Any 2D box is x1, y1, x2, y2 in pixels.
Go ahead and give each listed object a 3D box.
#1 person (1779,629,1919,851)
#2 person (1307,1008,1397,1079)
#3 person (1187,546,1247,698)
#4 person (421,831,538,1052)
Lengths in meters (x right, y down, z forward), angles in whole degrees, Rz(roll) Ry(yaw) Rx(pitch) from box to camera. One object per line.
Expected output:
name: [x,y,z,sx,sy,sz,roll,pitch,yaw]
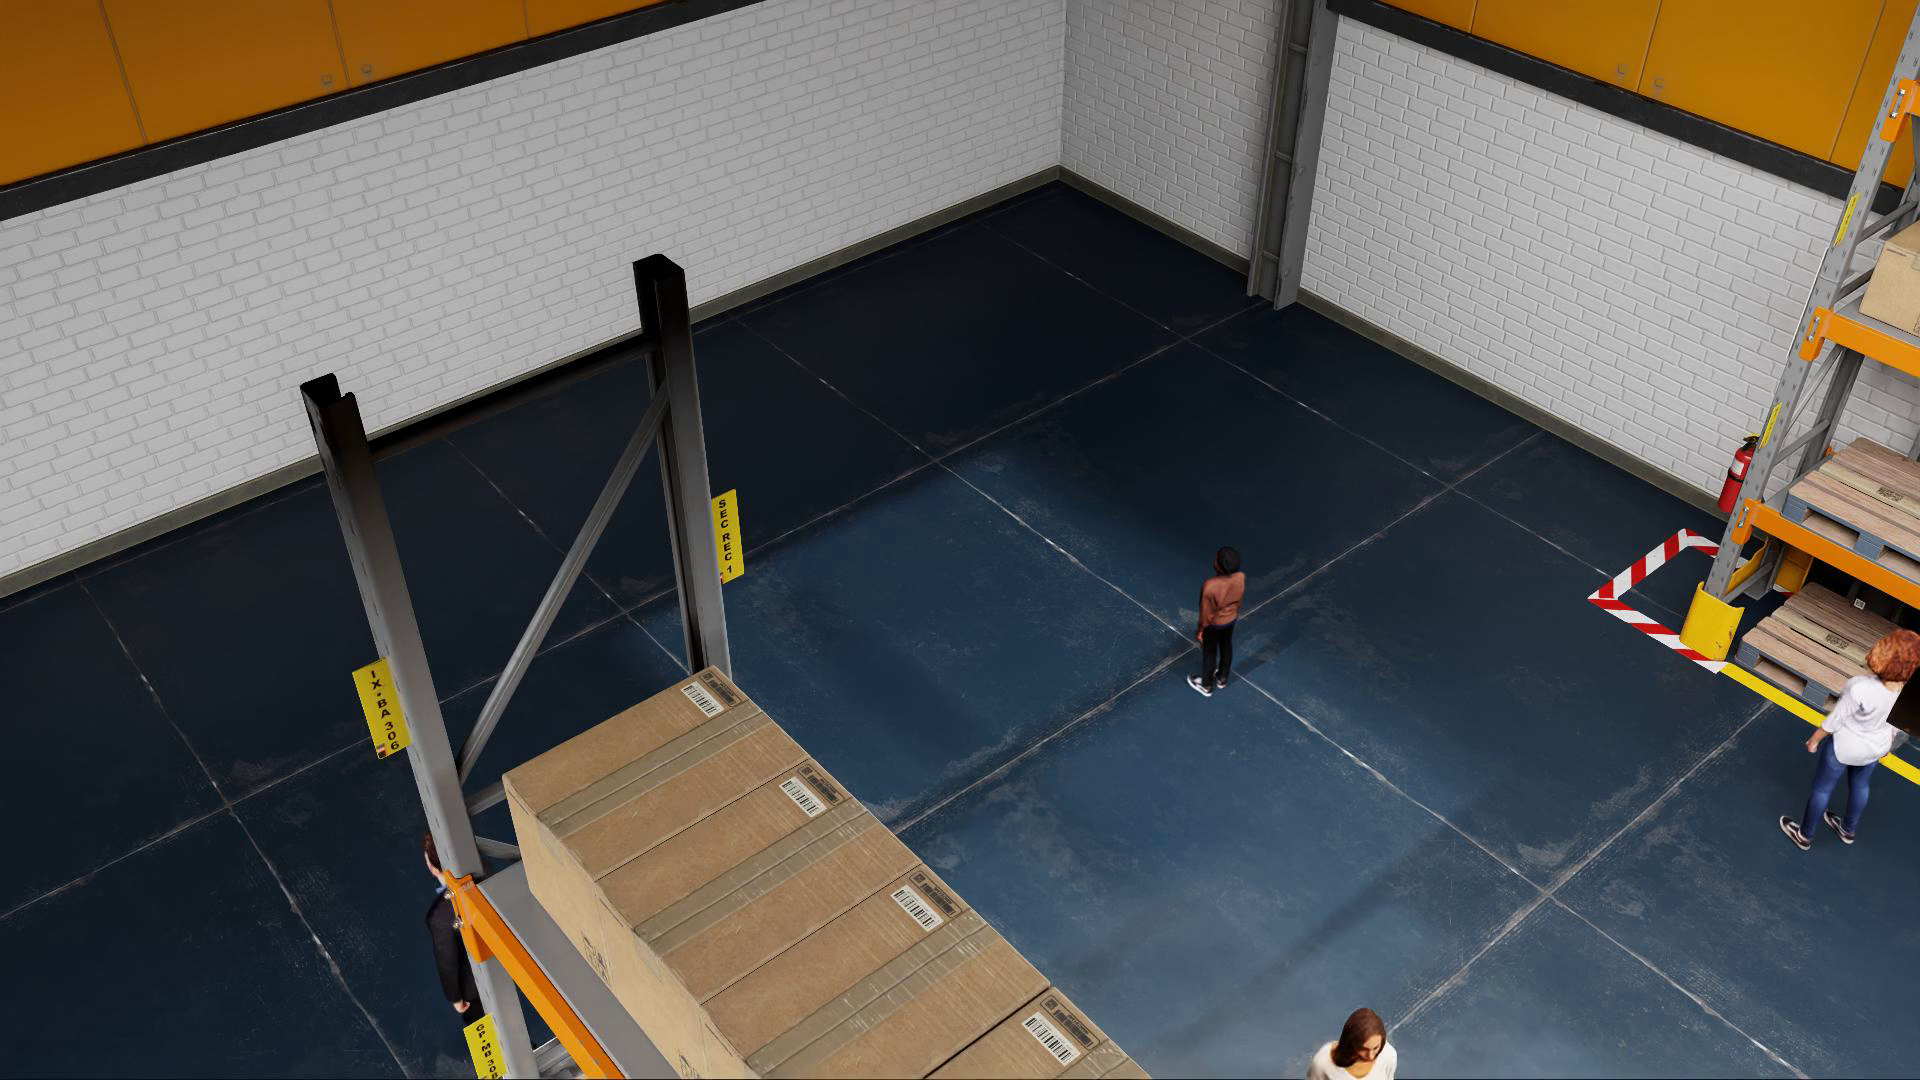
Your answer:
person: [5.493,1.255,10.143,0.757,1.708,0.784,-3,39,-3]
person: [1.861,2.785,8.257,0.830,1.671,0.910,-4,39,-5]
person: [1.777,0.546,11.395,0.548,1.255,0.514,-21,43,-24]
person: [-2.459,2.242,8.774,1.095,1.874,0.957,15,41,18]
